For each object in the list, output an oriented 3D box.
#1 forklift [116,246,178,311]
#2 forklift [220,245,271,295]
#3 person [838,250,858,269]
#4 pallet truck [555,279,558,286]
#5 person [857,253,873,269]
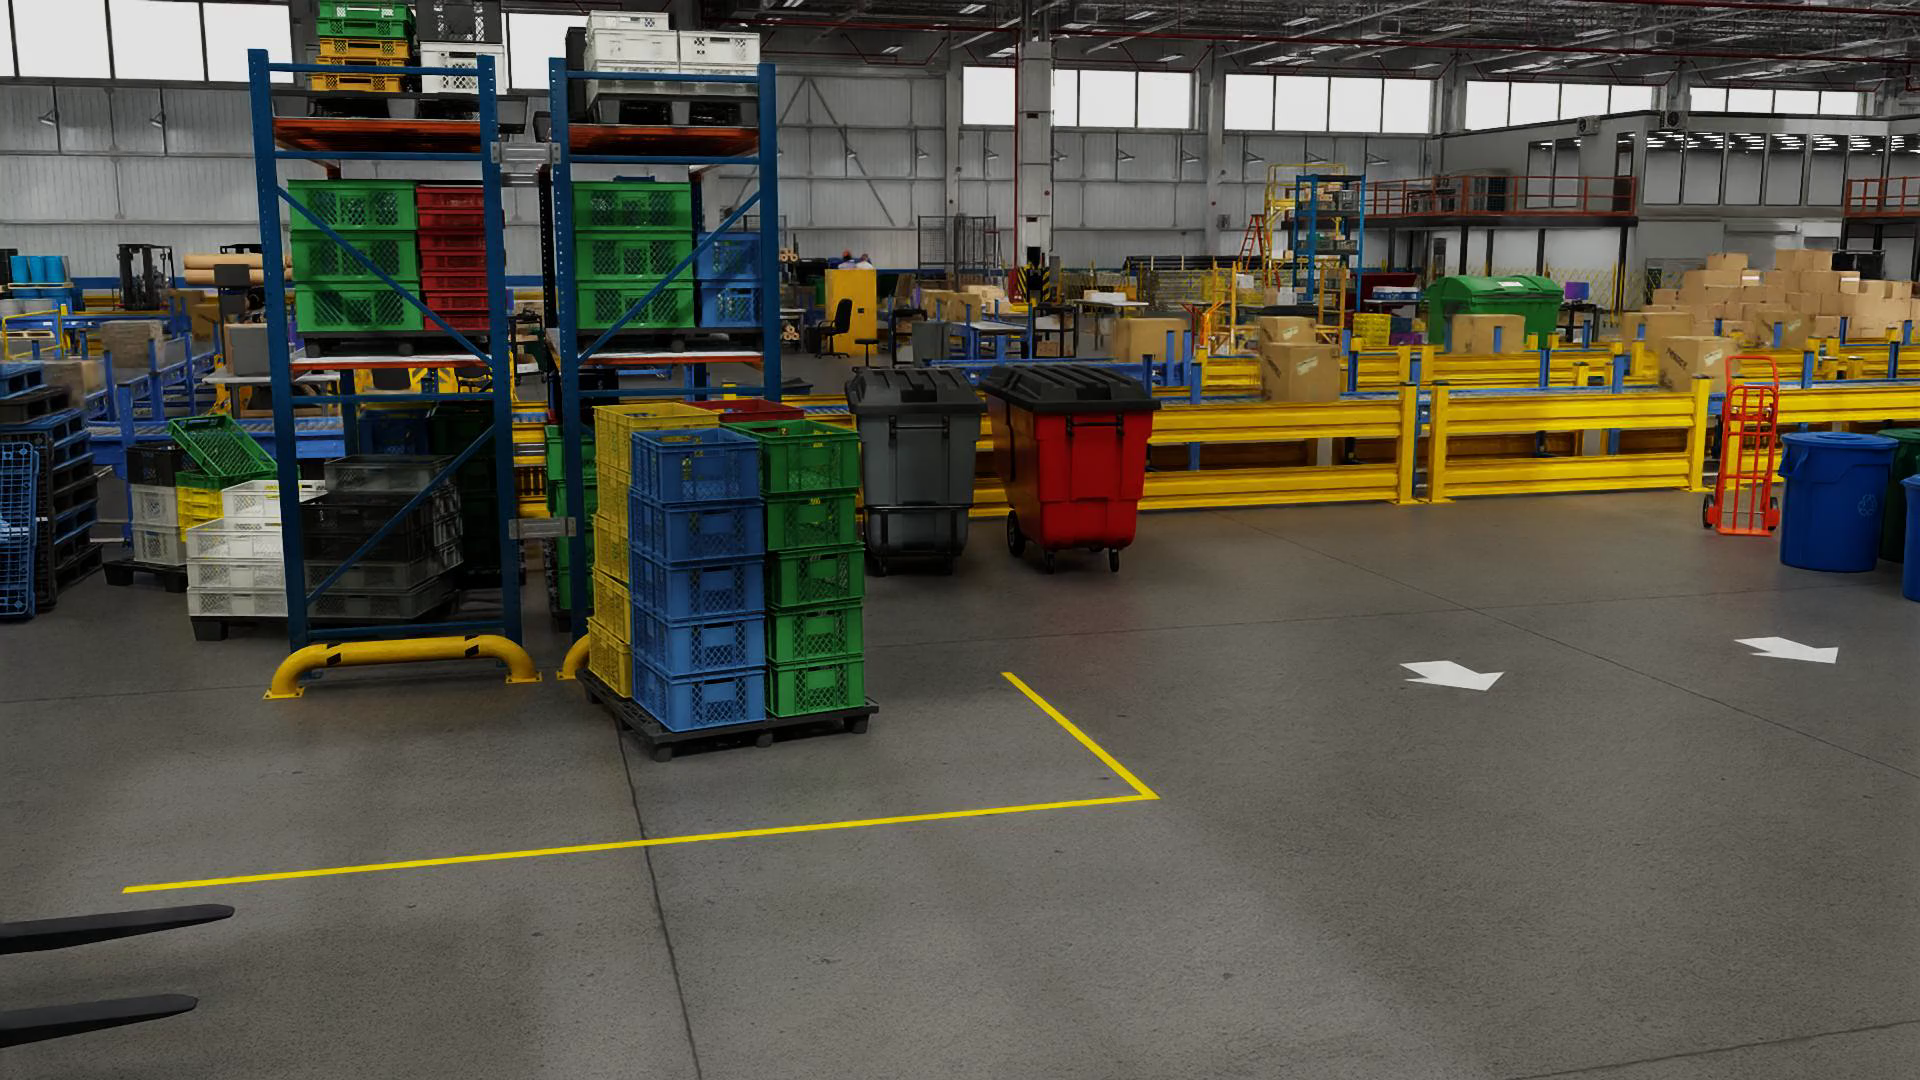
[{"bbox_3d":[-19.966,-6.232,40.894,1.157,1.987,2.680,-3,10,-15],"label":"forklift"},{"bbox_3d":[-17.749,-6.334,41.440,1.157,1.987,2.680,-3,10,-17],"label":"forklift"},{"bbox_3d":[-3.236,-7.336,47.934,0.619,2.020,0.759,-4,11,-21],"label":"person"},{"bbox_3d":[-10.604,-6.375,44.520,0.653,1.274,1.630,-3,10,-15],"label":"pallet truck"},{"bbox_3d":[-2.900,-7.795,50.847,0.652,1.906,0.409,5,11,25],"label":"person"}]
